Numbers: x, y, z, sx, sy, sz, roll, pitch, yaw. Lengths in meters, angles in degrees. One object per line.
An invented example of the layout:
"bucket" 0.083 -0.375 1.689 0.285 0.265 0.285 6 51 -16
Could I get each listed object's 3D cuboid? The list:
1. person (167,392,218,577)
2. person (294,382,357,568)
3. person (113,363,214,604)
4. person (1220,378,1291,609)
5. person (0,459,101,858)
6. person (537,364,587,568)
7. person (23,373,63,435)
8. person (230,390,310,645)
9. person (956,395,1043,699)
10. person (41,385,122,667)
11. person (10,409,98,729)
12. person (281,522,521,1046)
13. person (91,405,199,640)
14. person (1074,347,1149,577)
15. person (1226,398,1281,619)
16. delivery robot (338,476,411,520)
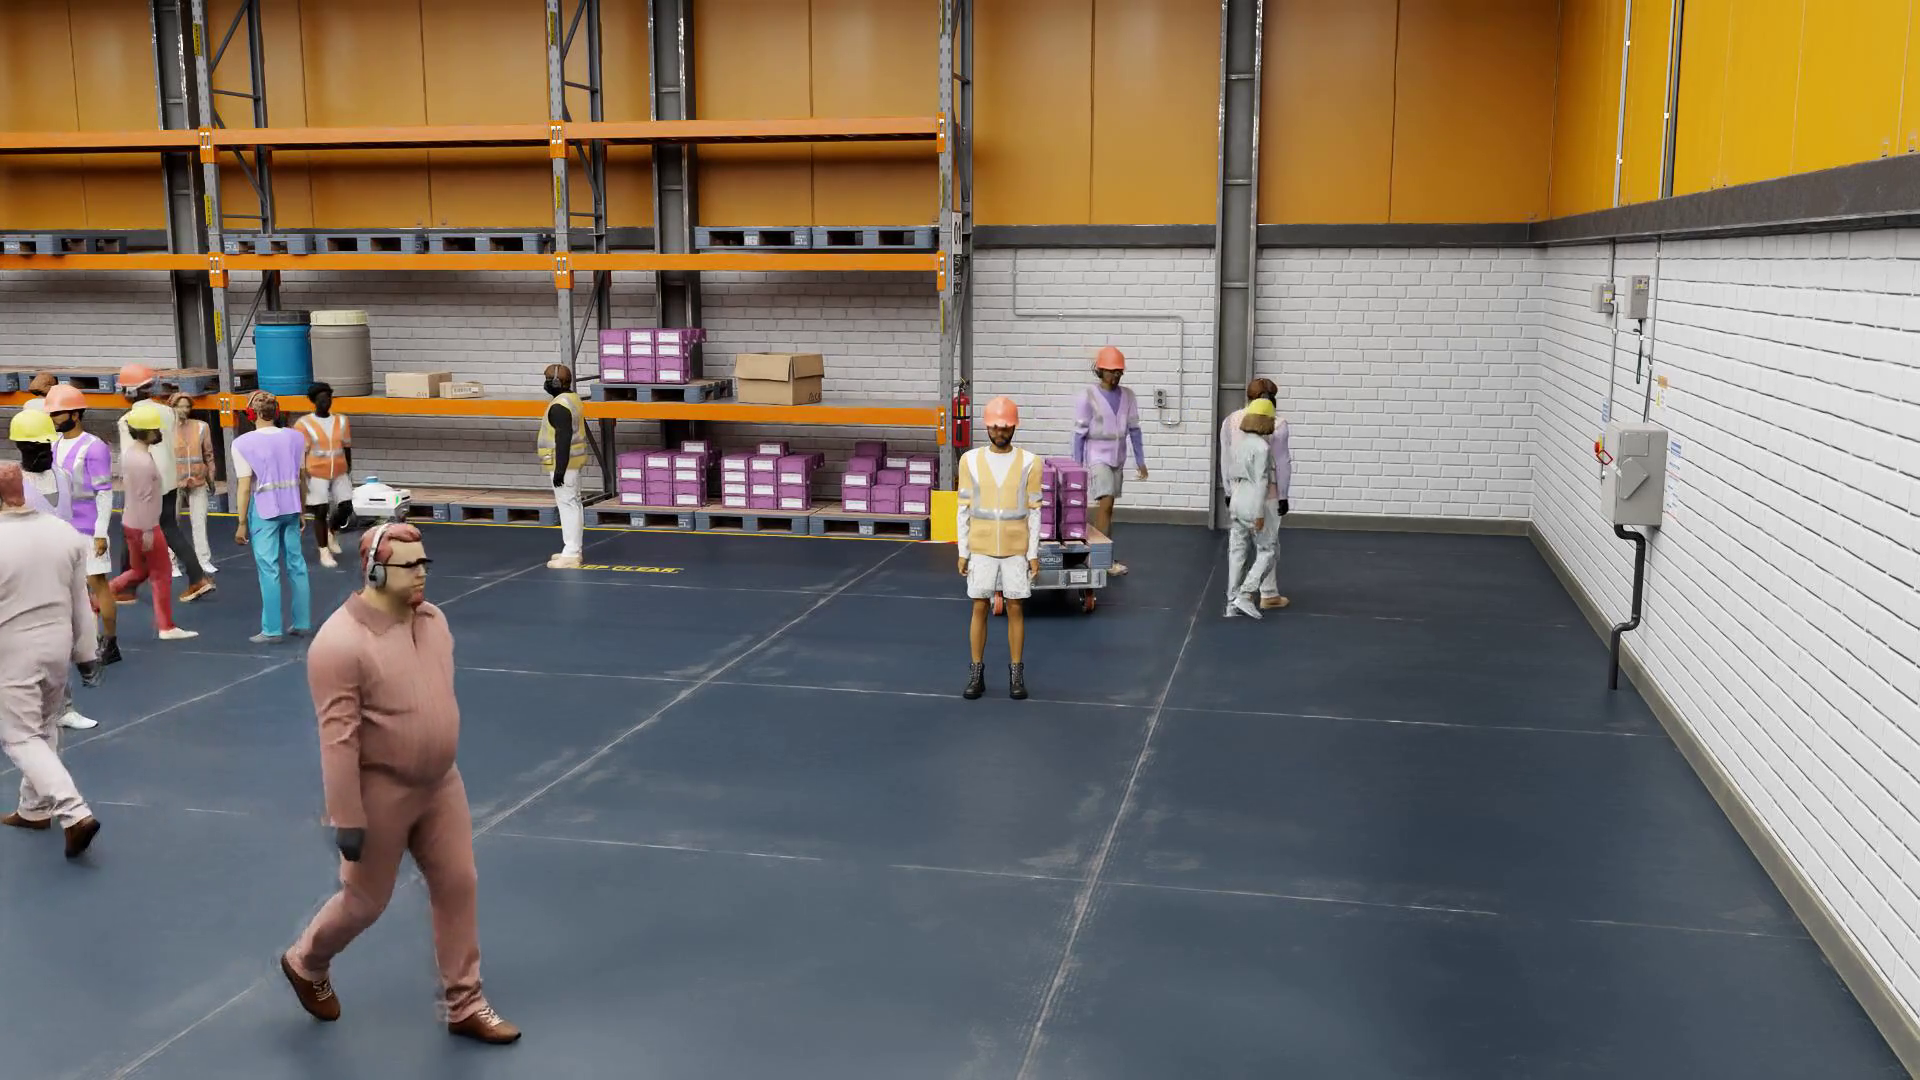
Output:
"person" -6.817 -0.490 14.632 0.318 1.630 0.512 9 13 44
"person" -5.770 -0.597 15.092 0.536 1.688 0.421 -9 13 -44
"person" -6.510 -0.447 13.385 0.861 1.966 0.619 3 10 15
"person" 2.383 -0.374 13.321 0.430 1.841 0.624 -9 13 -43
"person" -4.356 0.545 7.803 0.886 1.876 0.645 4 10 23
"person" -3.596 -0.668 15.049 0.430 1.845 0.622 0 10 -3
"person" -9.273 -0.883 16.938 0.499 1.633 0.281 3 10 17
"person" -4.961 -0.159 12.021 0.395 1.847 0.564 6 12 34
"person" 0.248 0.049 10.520 0.544 1.938 0.355 0 10 3
"person" -6.028 -0.093 11.360 0.548 1.937 0.358 5 11 26
"person" -5.310 0.202 9.647 0.377 1.925 0.594 2 10 14
"person" -2.028 0.858 5.888 0.879 1.877 0.646 4 11 24
"person" -5.997 -0.101 12.010 0.713 1.744 0.527 -7 12 -37
"person" 1.375 -0.680 14.640 0.612 2.011 0.890 -6 11 -32
"person" 2.261 -0.237 12.863 0.399 1.714 0.498 -4 10 -20
"delivery robot" -6.005 -0.409 17.041 0.707 0.478 0.477 1 10 7
